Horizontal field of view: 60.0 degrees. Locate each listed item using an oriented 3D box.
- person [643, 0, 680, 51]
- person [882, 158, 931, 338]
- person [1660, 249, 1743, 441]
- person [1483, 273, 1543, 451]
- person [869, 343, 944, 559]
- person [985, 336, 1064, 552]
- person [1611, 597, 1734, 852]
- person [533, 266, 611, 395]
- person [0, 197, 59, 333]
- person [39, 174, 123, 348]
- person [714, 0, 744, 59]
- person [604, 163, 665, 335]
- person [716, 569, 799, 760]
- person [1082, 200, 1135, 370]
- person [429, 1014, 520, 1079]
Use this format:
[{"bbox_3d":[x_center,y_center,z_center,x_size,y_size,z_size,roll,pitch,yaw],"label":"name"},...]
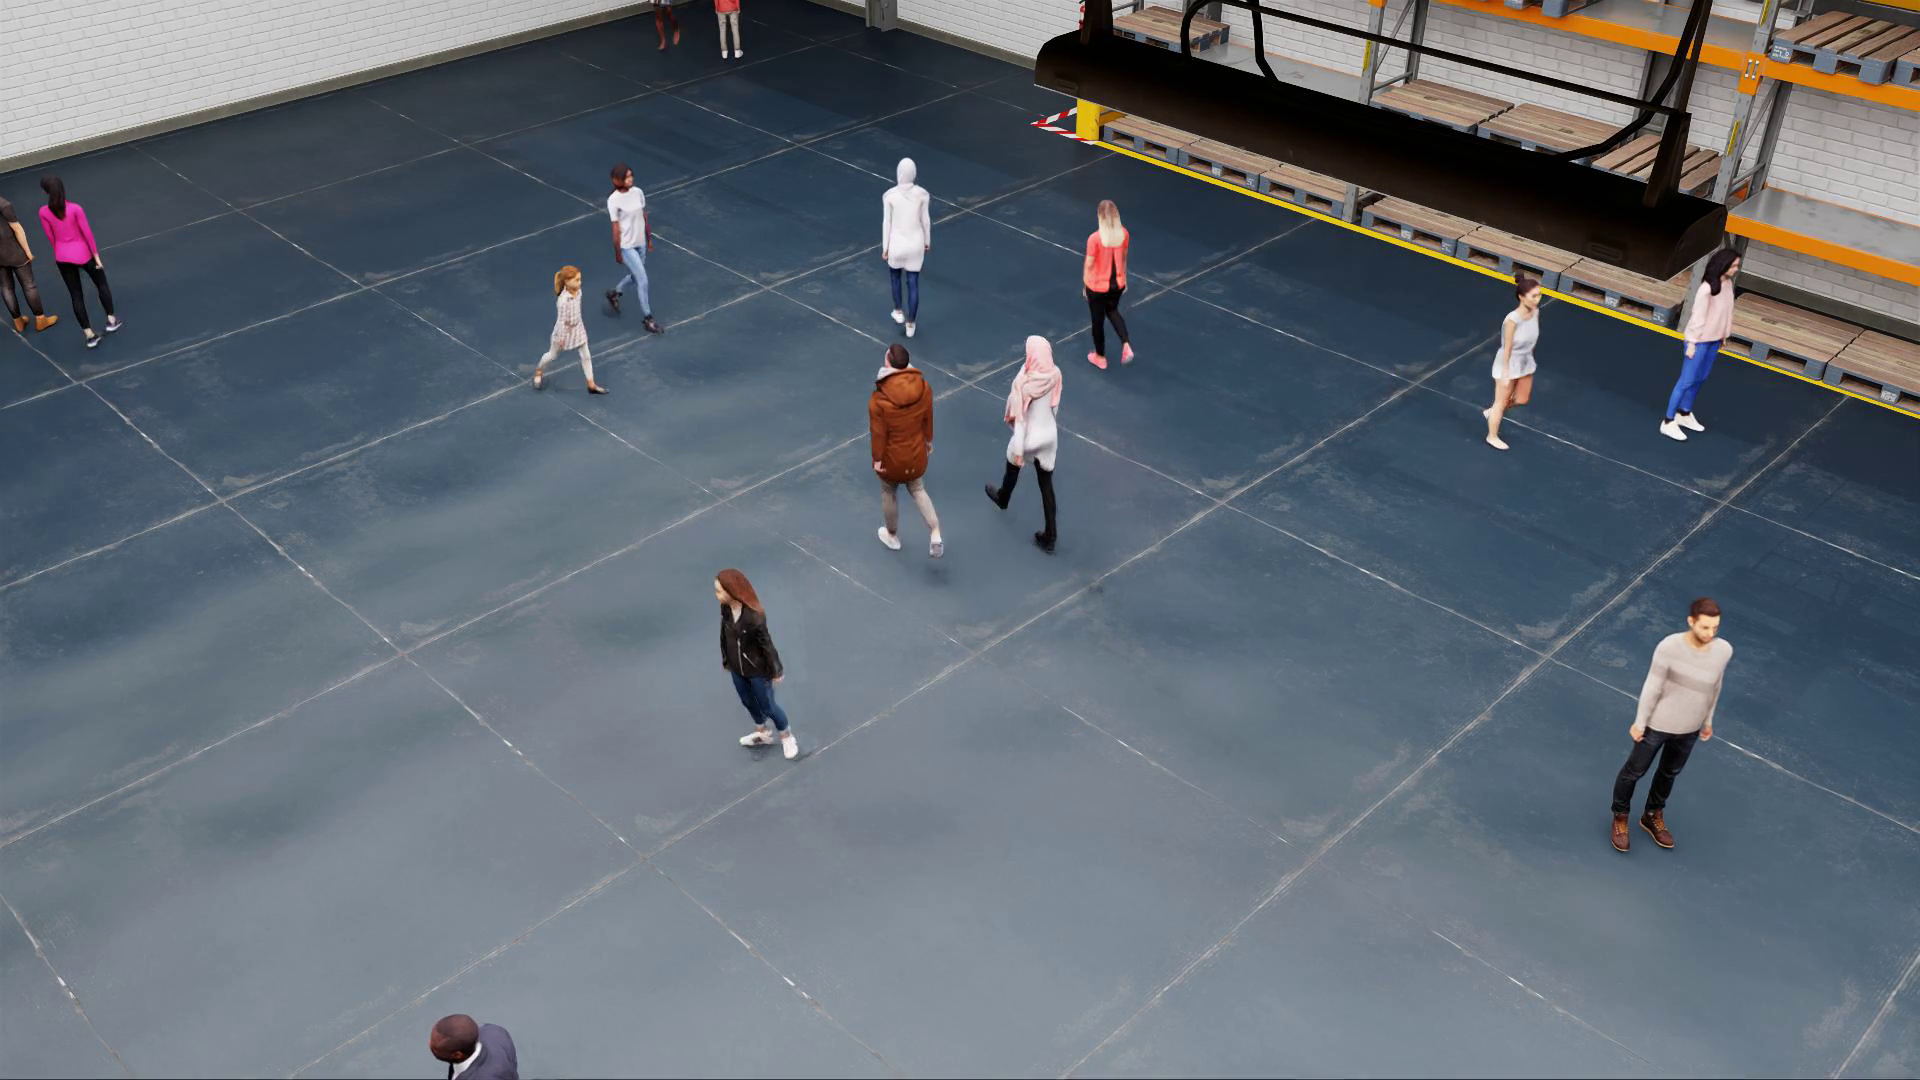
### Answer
[{"bbox_3d":[-4.287,-7.989,24.032,0.793,1.710,0.876,8,35,12],"label":"person"},{"bbox_3d":[-0.517,-2.808,16.193,0.840,1.759,0.905,-4,34,-6],"label":"person"},{"bbox_3d":[6.500,-1.744,14.586,0.688,1.765,0.603,-21,39,-29],"label":"person"},{"bbox_3d":[4.753,-1.562,14.461,0.611,1.602,0.640,-23,40,-31],"label":"person"},{"bbox_3d":[-0.410,-0.641,12.877,0.864,1.821,1.074,-18,38,-25],"label":"person"},{"bbox_3d":[0.642,-0.721,13.057,0.838,1.756,1.207,-19,38,-26],"label":"person"},{"bbox_3d":[4.371,1.109,10.204,0.746,1.865,0.784,-3,34,-4],"label":"person"},{"bbox_3d":[-3.660,-1.935,15.321,1.056,1.271,0.750,18,37,25],"label":"person"},{"bbox_3d":[-9.361,-2.857,16.311,0.703,1.710,0.762,0,34,0],"label":"person"},{"bbox_3d":[-8.561,-2.668,16.060,0.811,1.674,0.900,-7,34,-10],"label":"person"},{"bbox_3d":[-3.319,-7.595,23.704,0.590,1.416,0.653,1,34,1],"label":"person"},{"bbox_3d":[-3.288,-2.895,16.386,1.103,1.691,0.739,19,38,27],"label":"person"},{"bbox_3d":[-1.337,0.815,11.015,0.518,1.457,0.777,14,36,20],"label":"person"},{"bbox_3d":[1.409,-2.332,15.546,0.721,1.682,0.863,-16,37,-23],"label":"person"},{"bbox_3d":[-2.095,2.807,7.695,0.882,1.816,0.825,1,34,1],"label":"person"}]
